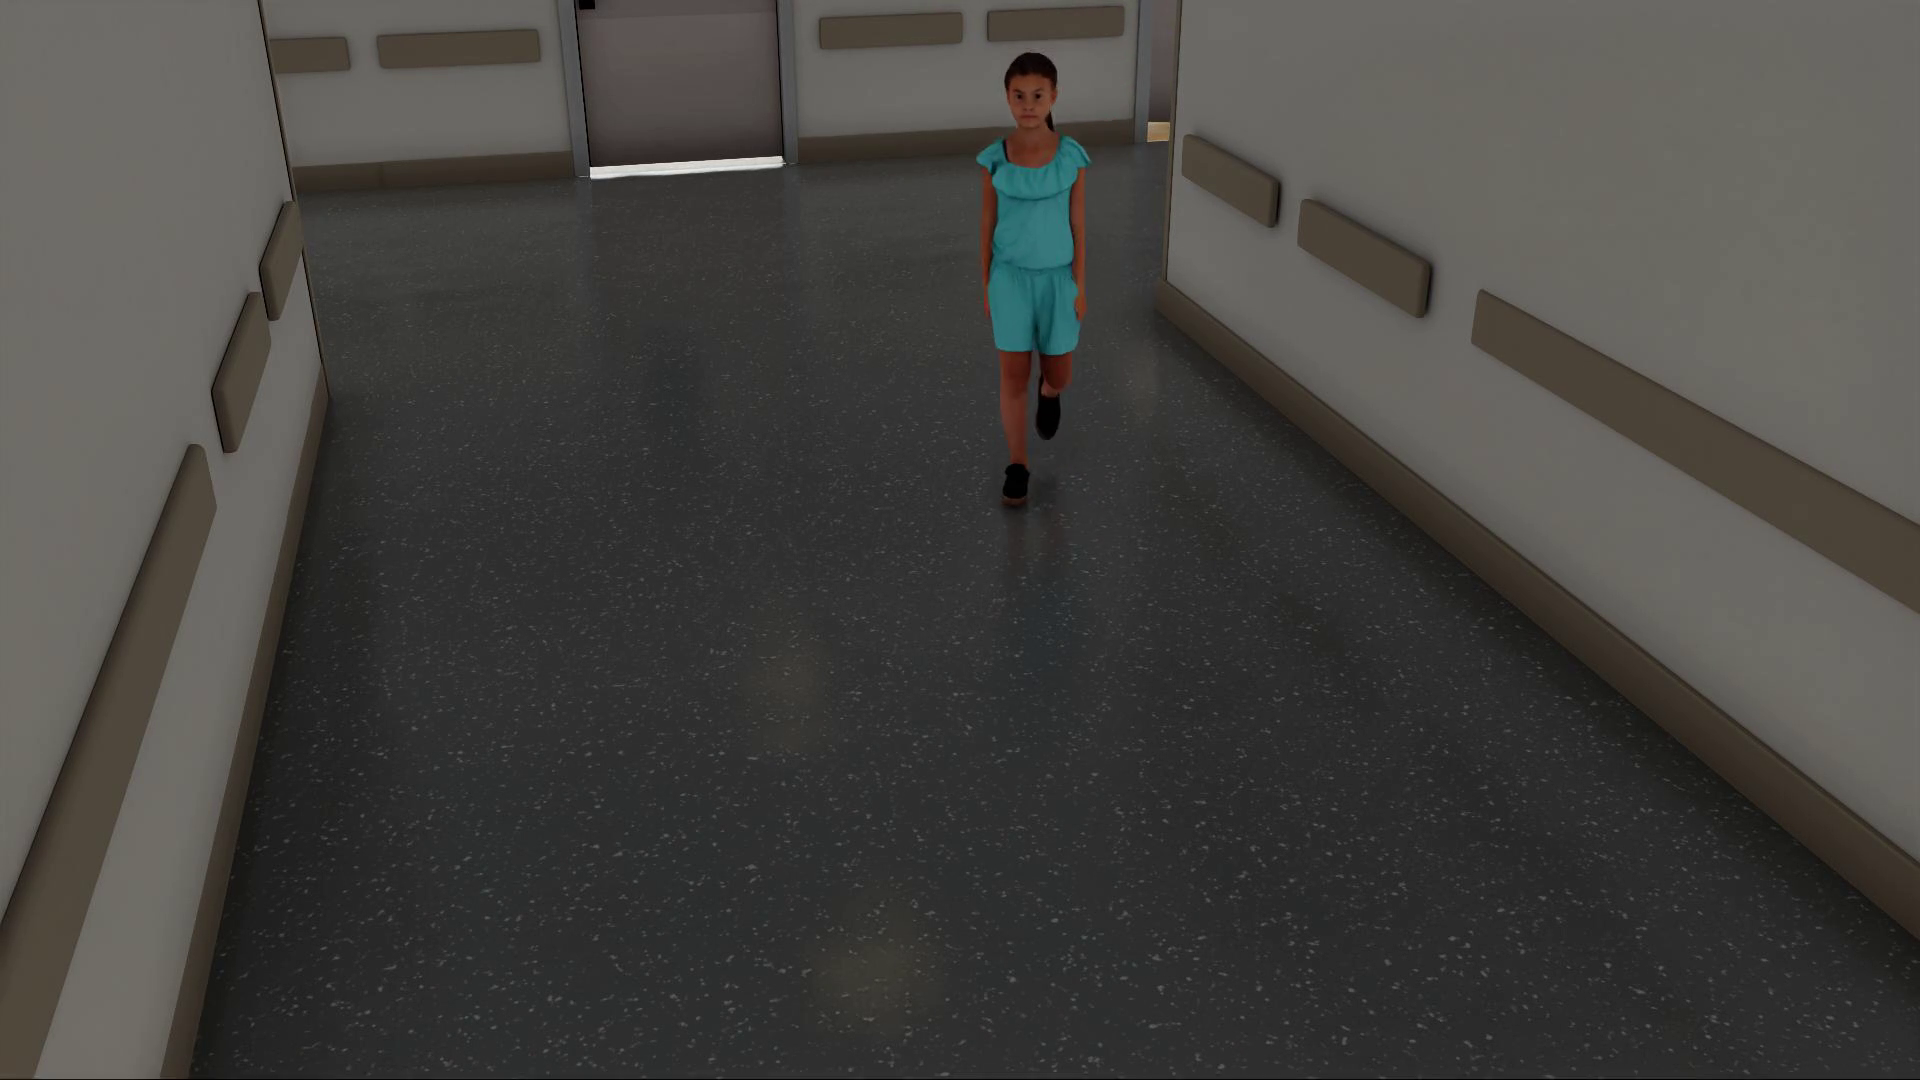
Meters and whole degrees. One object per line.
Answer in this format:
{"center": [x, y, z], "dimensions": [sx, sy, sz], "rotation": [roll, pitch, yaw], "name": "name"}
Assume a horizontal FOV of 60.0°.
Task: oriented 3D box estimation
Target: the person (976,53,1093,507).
{"center": [0.265, -0.926, 5.857], "dimensions": [0.870, 1.544, 0.794], "rotation": [3, 26, 5], "name": "person"}
